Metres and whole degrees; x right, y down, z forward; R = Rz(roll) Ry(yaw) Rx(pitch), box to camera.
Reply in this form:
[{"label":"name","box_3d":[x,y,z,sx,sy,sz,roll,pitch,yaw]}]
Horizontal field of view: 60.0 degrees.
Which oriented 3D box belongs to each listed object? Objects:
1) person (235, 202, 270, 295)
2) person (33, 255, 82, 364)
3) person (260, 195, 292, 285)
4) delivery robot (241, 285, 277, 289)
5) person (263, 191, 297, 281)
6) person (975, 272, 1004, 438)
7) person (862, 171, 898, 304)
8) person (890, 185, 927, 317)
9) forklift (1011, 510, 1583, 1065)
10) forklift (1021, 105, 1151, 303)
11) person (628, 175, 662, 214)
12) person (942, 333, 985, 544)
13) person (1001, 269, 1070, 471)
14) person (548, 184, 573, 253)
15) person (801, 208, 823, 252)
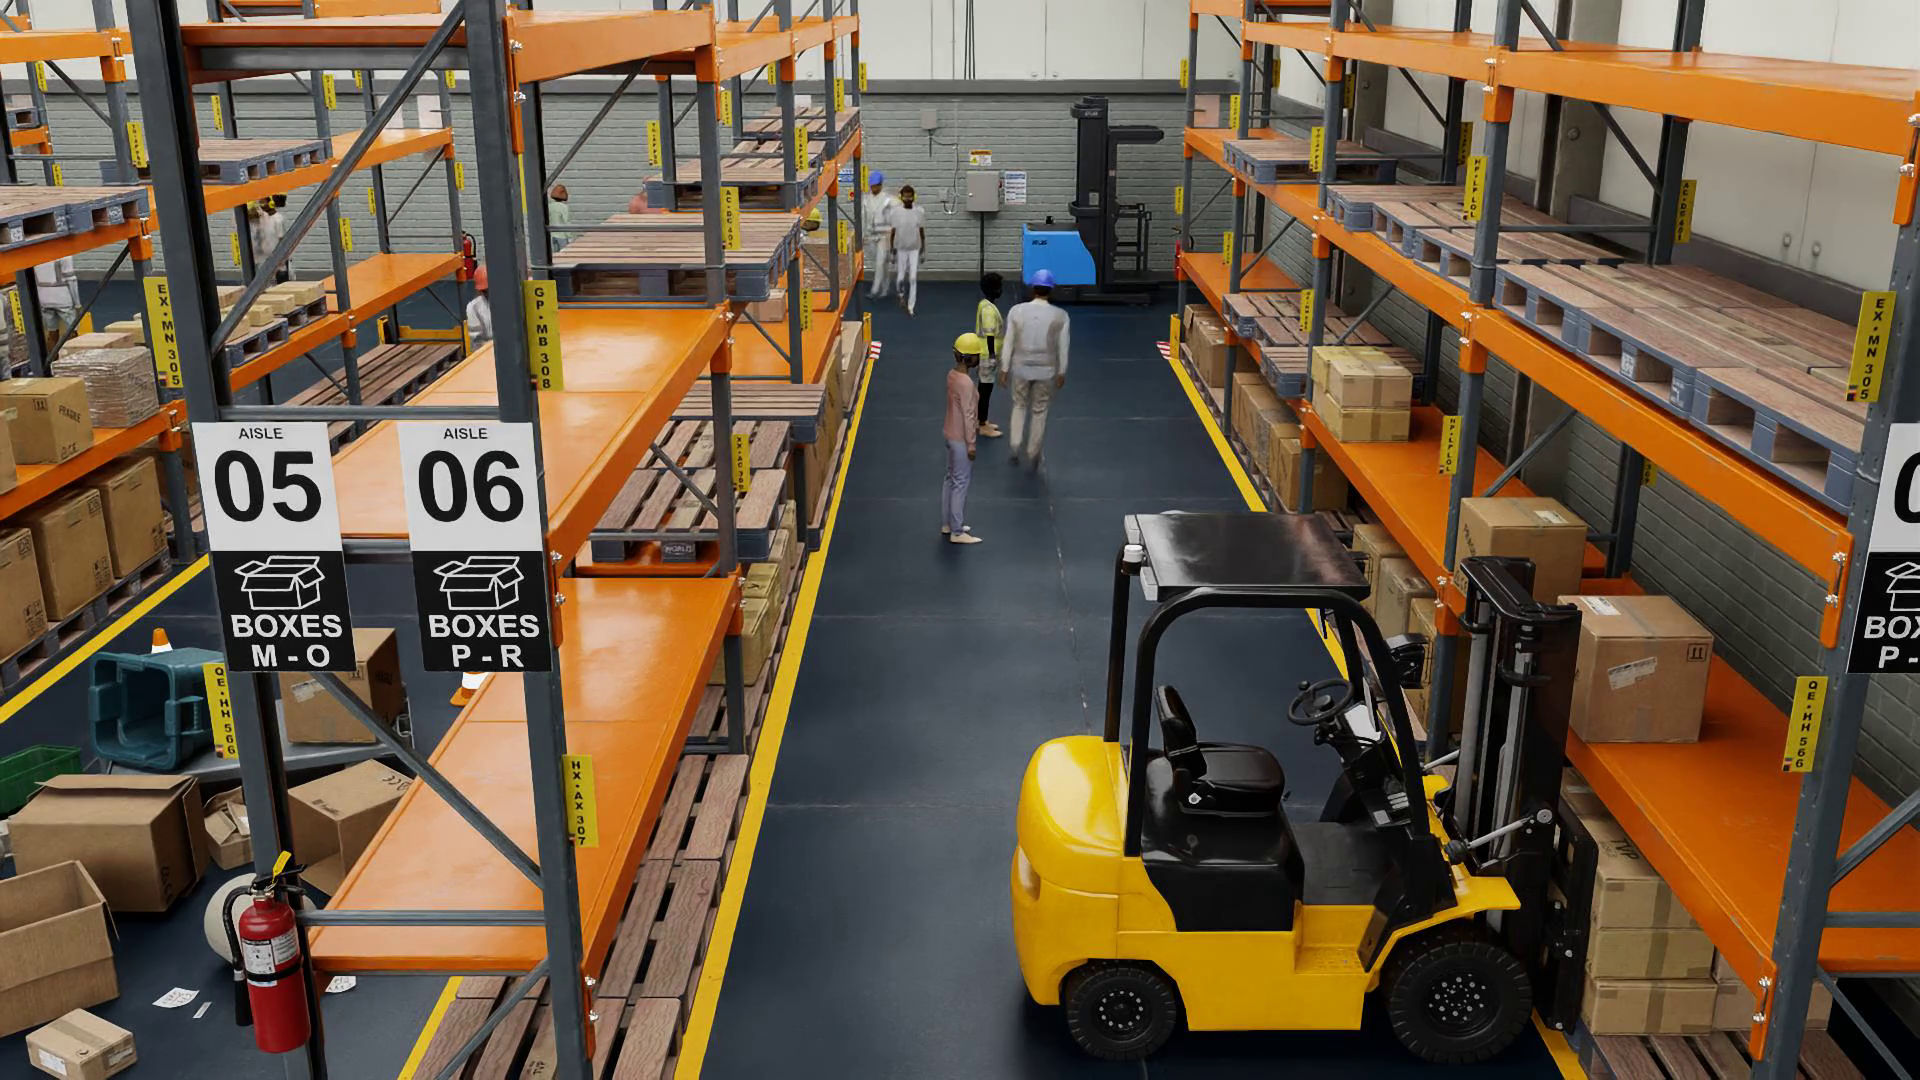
[{"label":"person","box_3d":[-9.780,-3.926,23.179,0.514,1.719,0.562,4,19,11]},{"label":"person","box_3d":[-10.521,-2.779,19.396,0.547,1.929,0.385,1,18,3]},{"label":"person","box_3d":[-9.243,-3.797,22.584,0.328,1.860,0.513,-13,23,-35]},{"label":"delivery robot","box_3d":[-9.954,-3.456,23.440,0.707,0.478,0.477,-7,20,-21]},{"label":"person","box_3d":[-9.454,-4.029,23.190,0.418,1.912,0.605,-3,19,-8]},{"label":"person","box_3d":[0.299,-1.910,17.117,0.317,1.697,0.540,-2,18,-5]},{"label":"person","box_3d":[-1.243,-4.442,24.446,0.649,1.897,0.991,10,21,28]},{"label":"person","box_3d":[-0.731,-4.100,23.521,0.512,1.851,0.522,-2,18,-6]},{"label":"forklift","box_3d":[1.387,1.055,7.378,2.313,2.155,1.214,0,18,0]},{"label":"forklift","box_3d":[1.857,-4.944,24.441,1.873,2.768,1.129,0,18,0]},{"label":"person","box_3d":[-4.445,-4.314,24.080,0.649,1.901,0.398,-15,23,-38]},{"label":"person","box_3d":[0.039,-0.846,13.816,0.349,1.761,0.528,-6,19,-16]},{"label":"person","box_3d":[0.726,-1.617,15.891,0.629,1.916,0.480,4,19,12]},{"label":"person","box_3d":[-6.072,-4.588,25.339,0.503,1.628,0.279,17,25,42]},{"label":"person","box_3d":[-1.935,-3.478,21.809,0.326,1.735,0.491,-1,18,-2]}]
